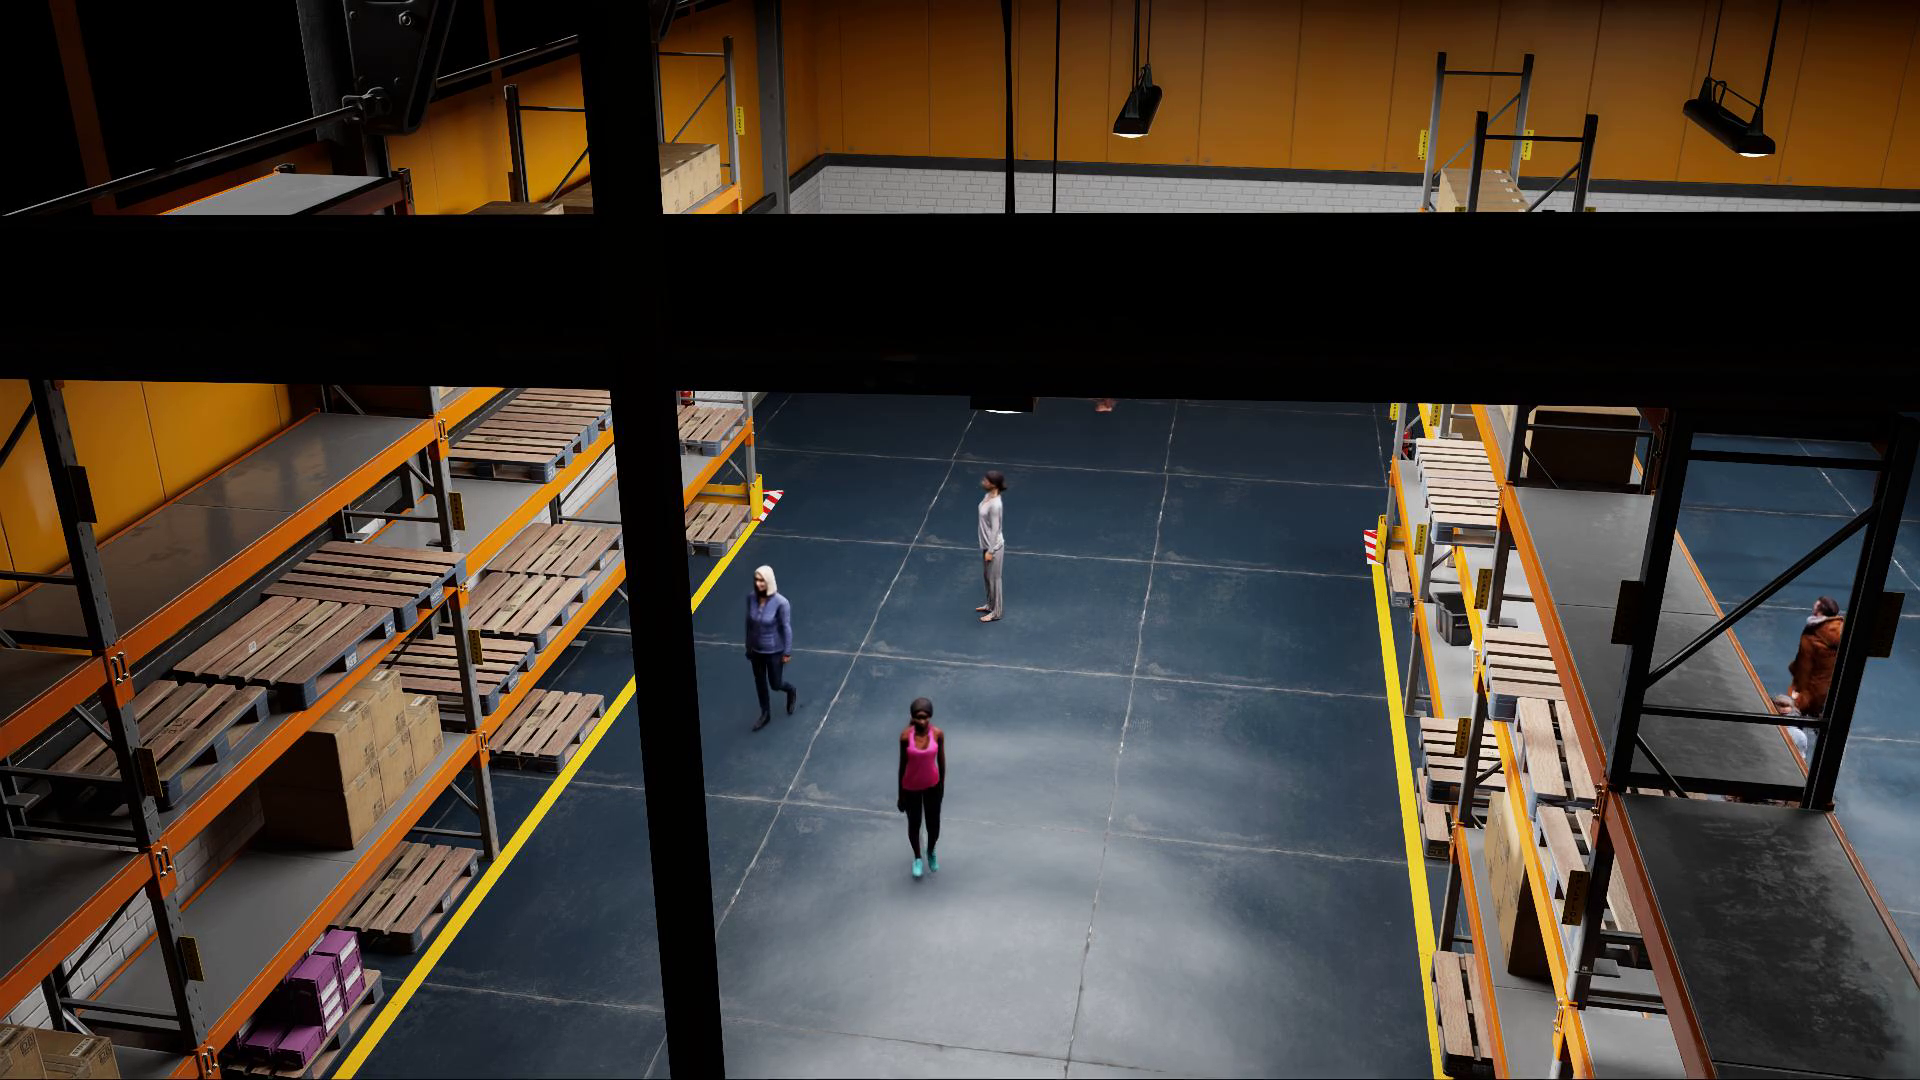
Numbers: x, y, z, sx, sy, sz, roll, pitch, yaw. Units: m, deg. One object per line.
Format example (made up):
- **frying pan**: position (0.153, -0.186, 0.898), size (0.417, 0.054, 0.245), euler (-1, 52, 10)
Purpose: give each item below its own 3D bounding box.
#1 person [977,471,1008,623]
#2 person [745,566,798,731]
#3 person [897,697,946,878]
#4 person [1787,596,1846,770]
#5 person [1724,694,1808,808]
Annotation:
- **person**: position (0.366, 0.046, 18.615), size (0.712, 1.774, 0.575), euler (-3, 24, -7)
- **person**: position (-1.859, 1.022, 16.434), size (0.782, 1.733, 0.887), euler (12, 26, 25)
- **person**: position (-0.337, 2.054, 14.100), size (0.621, 1.711, 0.650), euler (-1, 24, -2)
- **person**: position (7.980, 1.414, 15.429), size (0.942, 1.820, 1.038), euler (-8, 25, -18)
- **person**: position (6.718, 2.060, 13.974), size (0.885, 1.802, 1.017), euler (13, 27, 28)
